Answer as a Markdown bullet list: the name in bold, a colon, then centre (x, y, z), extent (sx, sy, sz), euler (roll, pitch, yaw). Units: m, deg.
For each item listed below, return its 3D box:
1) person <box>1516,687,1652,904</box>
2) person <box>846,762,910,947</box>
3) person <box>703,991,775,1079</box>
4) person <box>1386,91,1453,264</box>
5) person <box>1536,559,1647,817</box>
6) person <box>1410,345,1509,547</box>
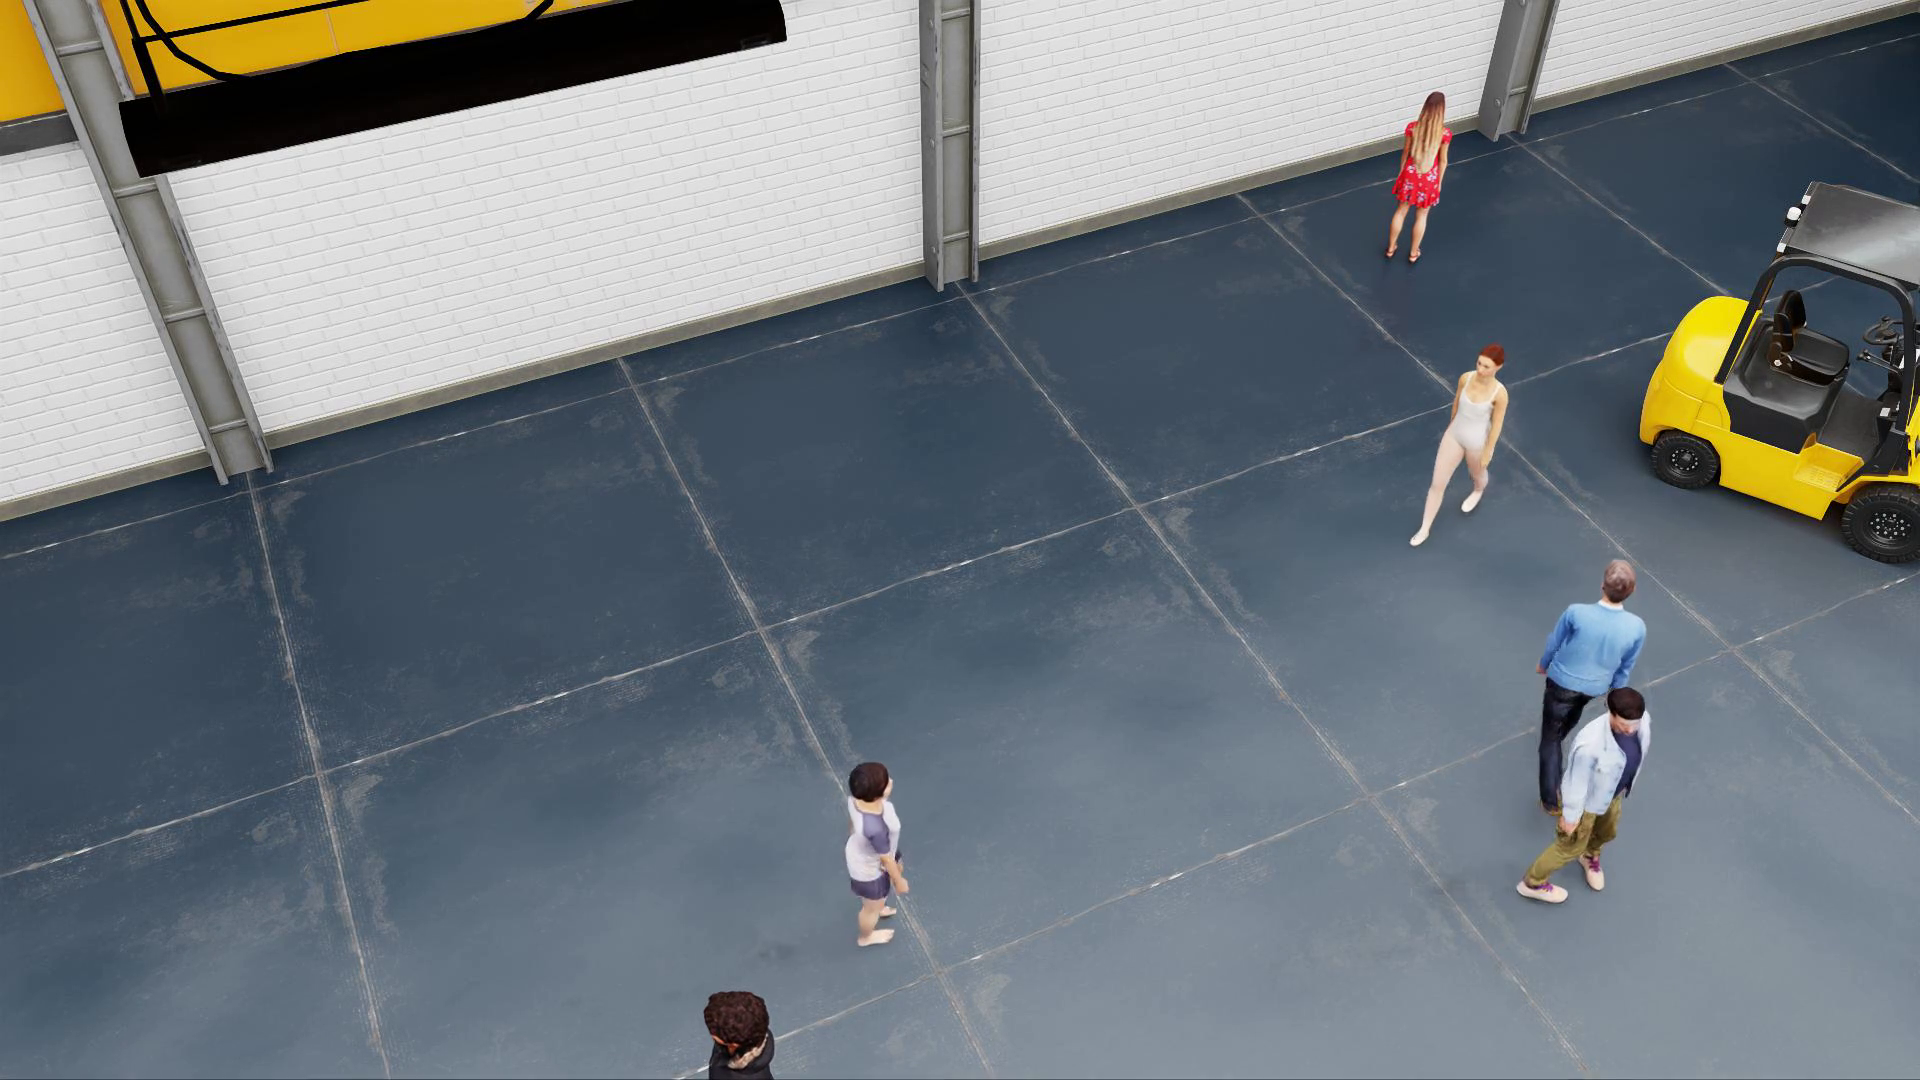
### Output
- **person**: centre (3.526, 1.435, 9.430), extent (0.591, 1.781, 0.848), euler (-28, 50, -26)
- **person**: centre (-0.546, 1.785, 9.230), extent (0.615, 1.550, 0.612), euler (-11, 45, -11)
- **person**: centre (-1.018, 2.725, 8.076), extent (0.674, 1.781, 0.680), euler (-8, 44, -8)
- **person**: centre (3.964, -3.122, 14.352), extent (0.664, 1.591, 0.704), euler (22, 48, 21)
- **person**: centre (3.727, 0.896, 9.998), extent (1.198, 1.778, 1.137), euler (6, 44, 6)
- **person**: centre (3.672, -0.729, 11.832), extent (0.841, 1.601, 1.120), euler (33, 52, 29)
